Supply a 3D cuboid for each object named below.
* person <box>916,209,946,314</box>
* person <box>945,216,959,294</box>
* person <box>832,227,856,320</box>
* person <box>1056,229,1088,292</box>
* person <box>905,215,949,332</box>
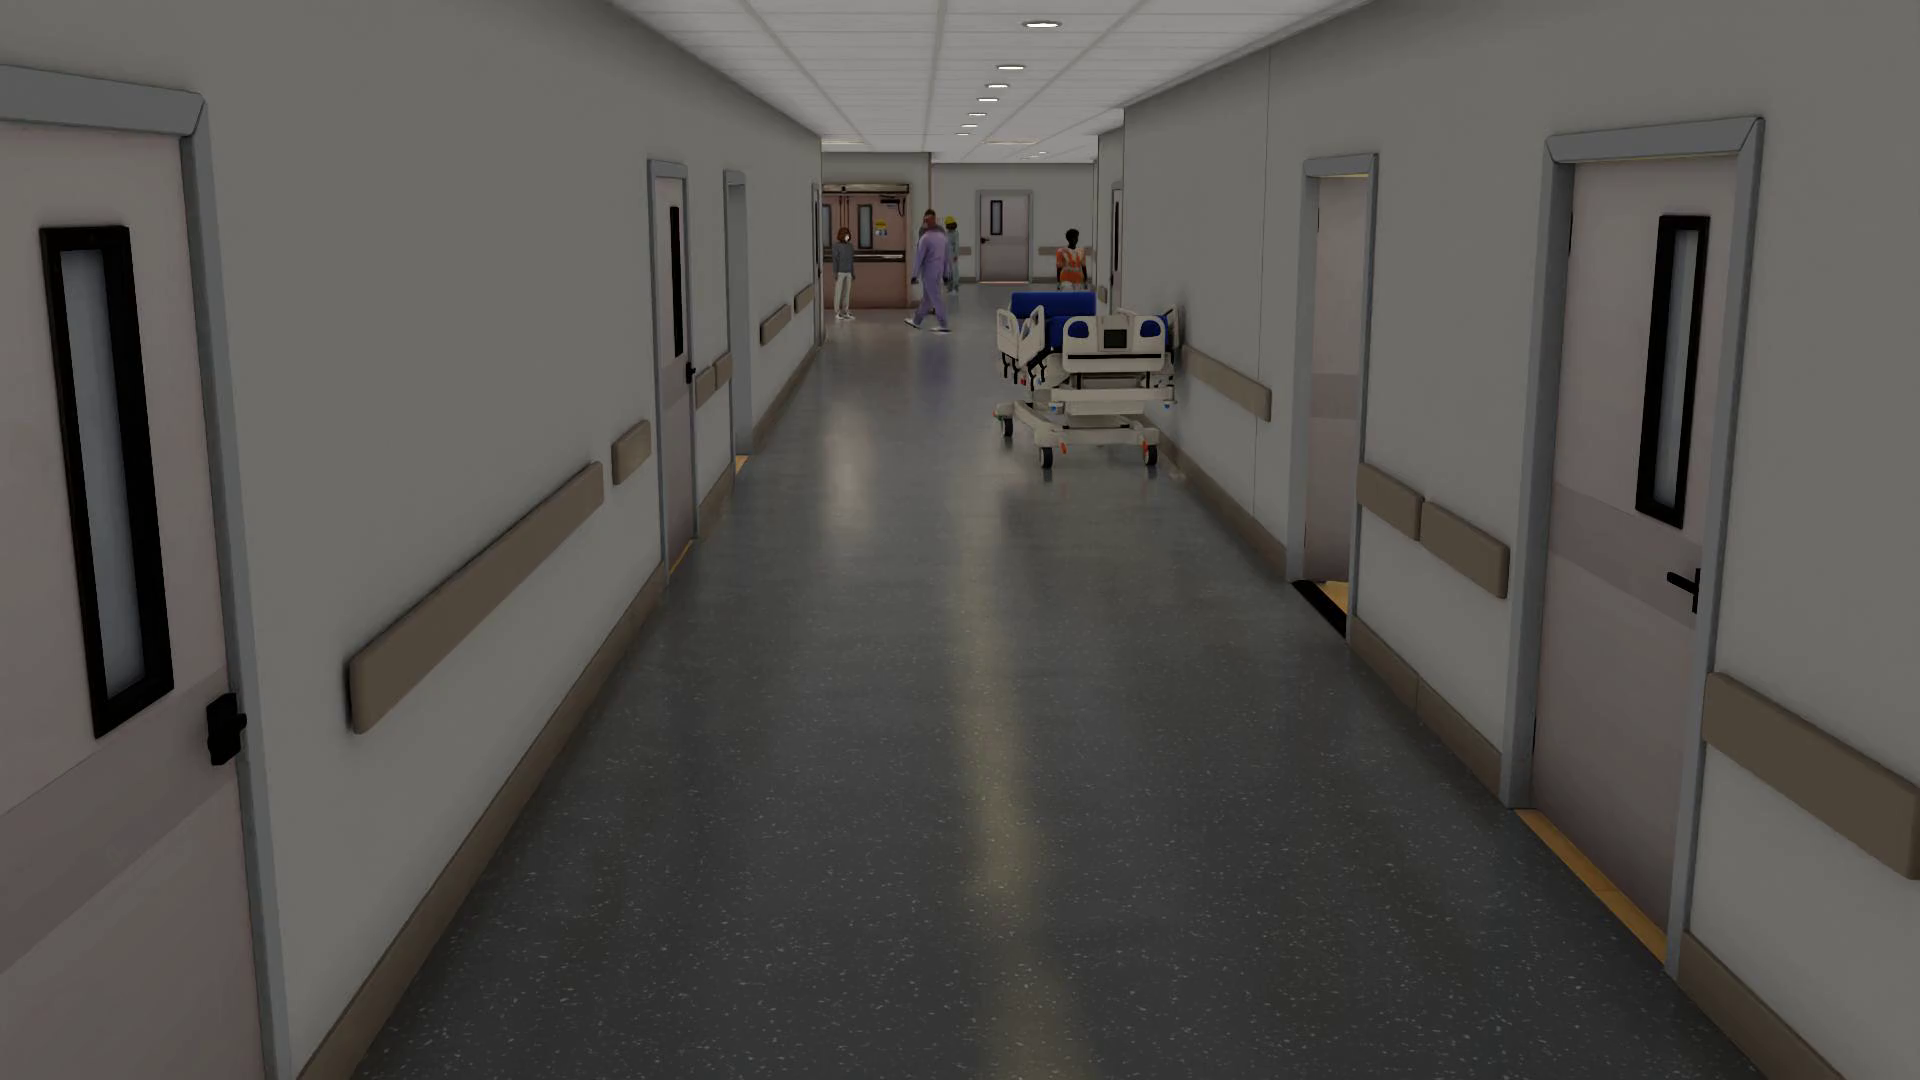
[{"bbox_3d":[-0.549,-5.164,30.908,0.628,1.940,0.373,9,15,38],"label":"person"},{"bbox_3d":[-0.213,-6.432,37.582,0.307,1.736,0.484,-7,14,-32],"label":"person"},{"bbox_3d":[-2.061,-4.737,29.573,0.283,1.633,0.497,10,15,41],"label":"person"},{"bbox_3d":[1.773,-4.218,26.977,0.536,1.665,0.841,-6,13,-25],"label":"person"},{"bbox_3d":[-0.550,-4.325,27.004,0.976,1.852,0.676,7,14,32],"label":"person"}]
